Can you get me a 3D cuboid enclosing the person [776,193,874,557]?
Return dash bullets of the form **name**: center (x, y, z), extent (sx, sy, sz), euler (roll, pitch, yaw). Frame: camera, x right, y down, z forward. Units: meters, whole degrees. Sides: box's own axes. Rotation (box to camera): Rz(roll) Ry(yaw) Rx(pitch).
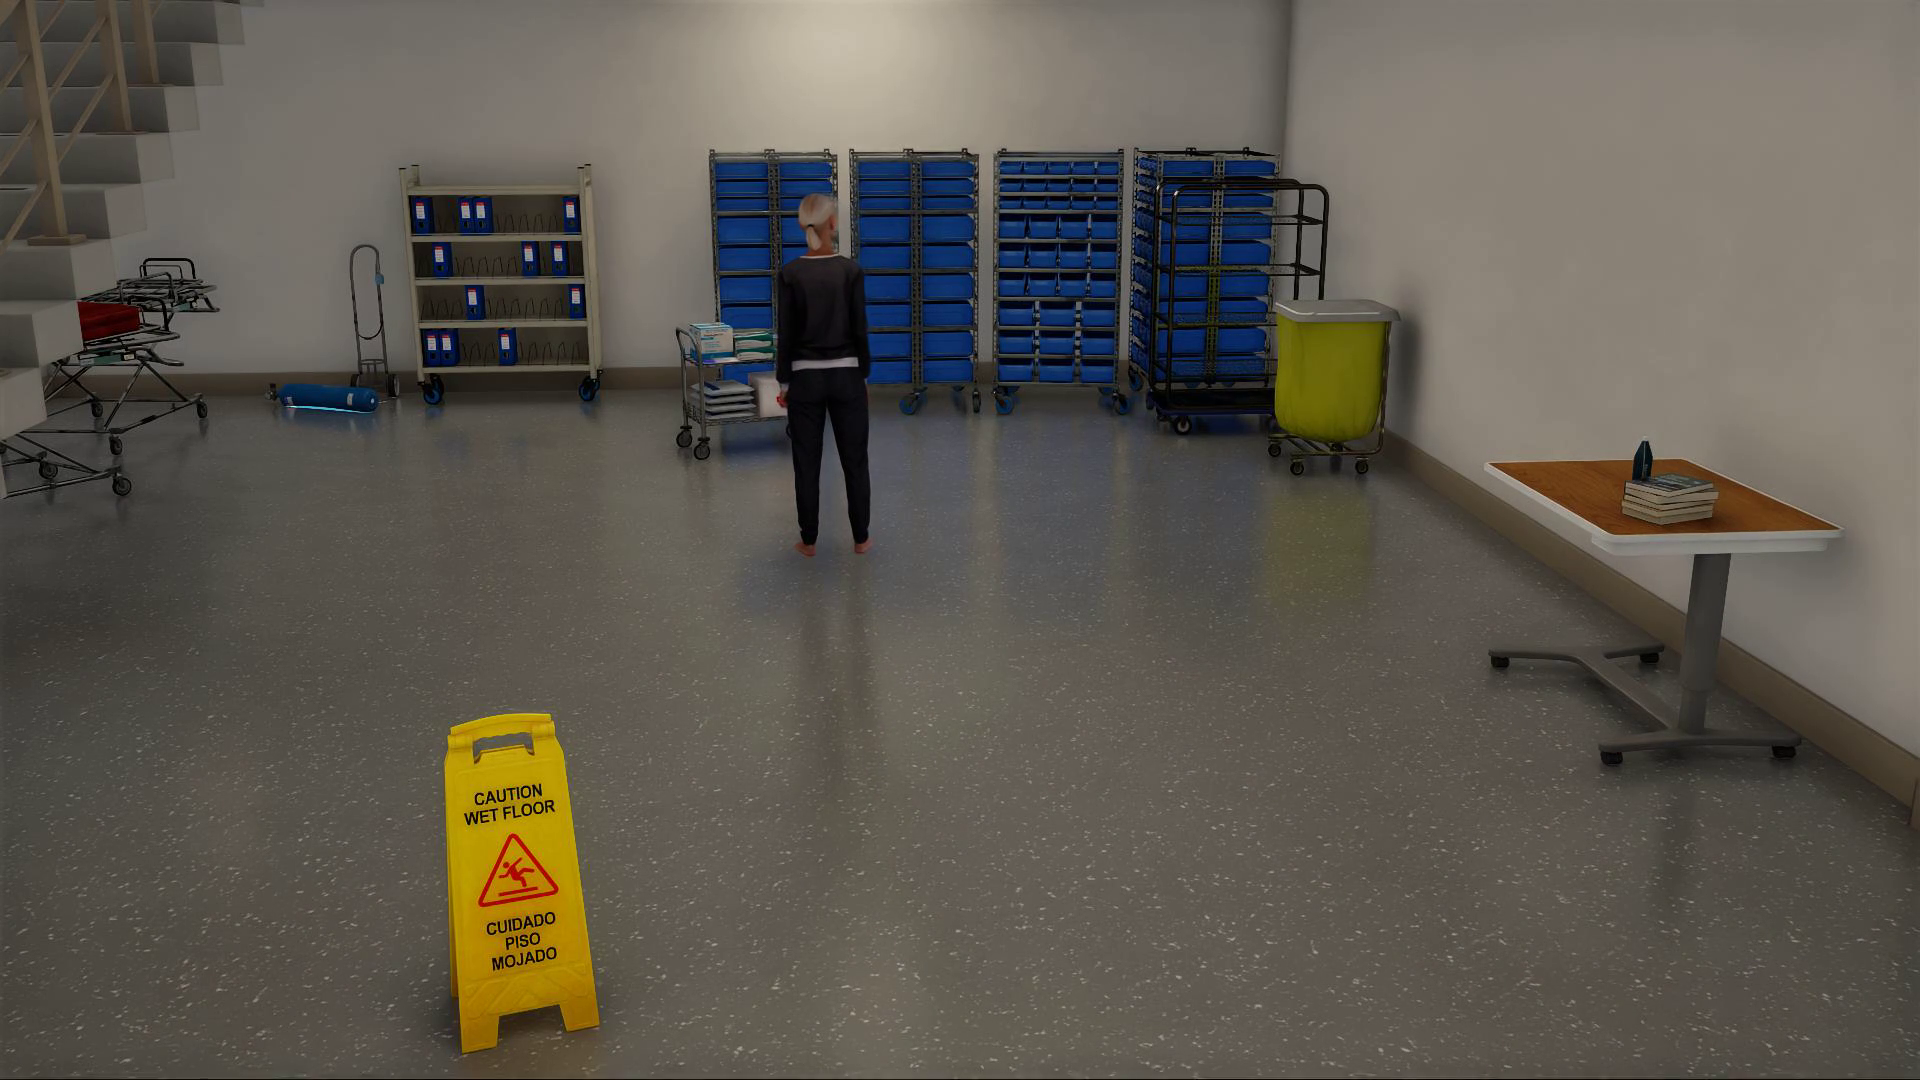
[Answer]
- **person**: center (-0.641, -0.783, 7.947), extent (0.601, 1.726, 0.510), euler (-2, 16, -6)
